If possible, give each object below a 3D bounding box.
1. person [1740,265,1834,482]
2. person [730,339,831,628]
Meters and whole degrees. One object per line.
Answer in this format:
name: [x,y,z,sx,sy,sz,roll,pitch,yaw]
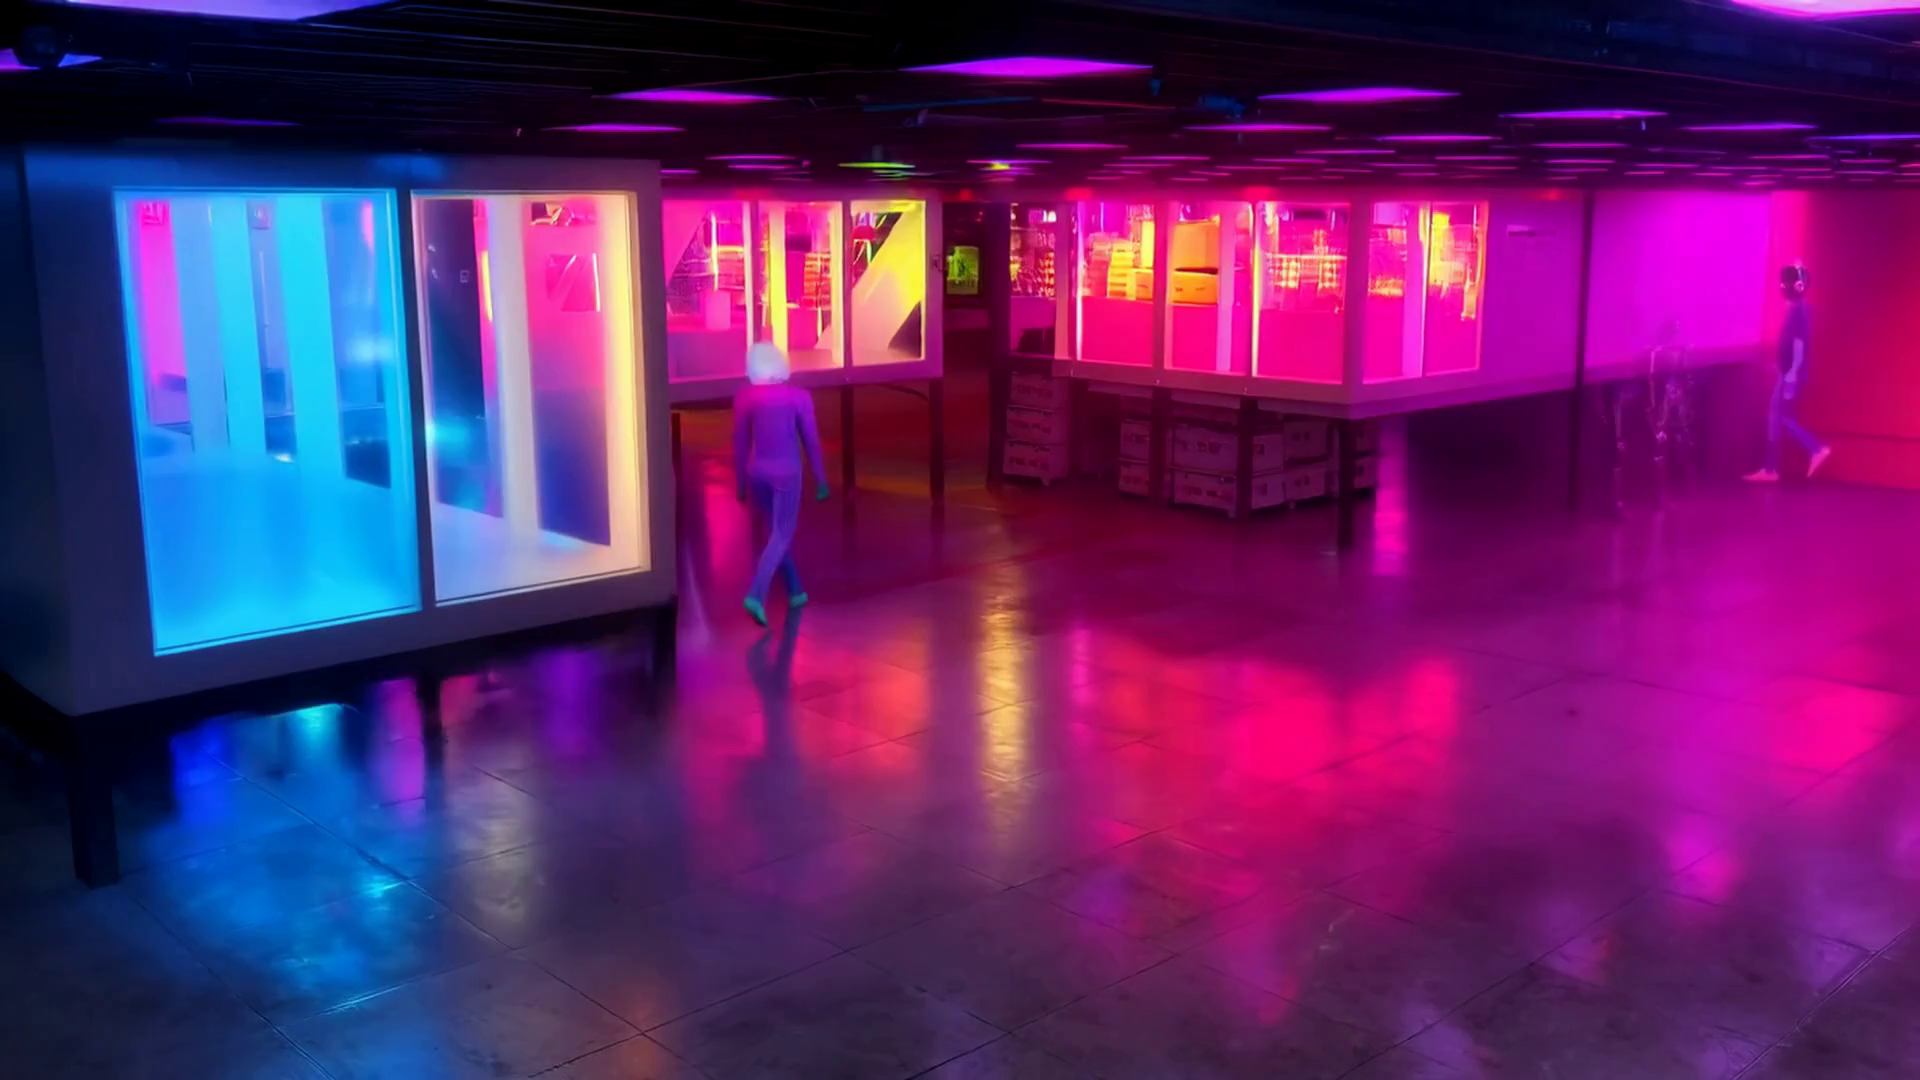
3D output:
person: [7.052,-1.391,14.064,0.629,1.853,0.546,4,12,21]
person: [-1.067,-0.332,9.390,0.530,1.595,0.816,5,12,22]
